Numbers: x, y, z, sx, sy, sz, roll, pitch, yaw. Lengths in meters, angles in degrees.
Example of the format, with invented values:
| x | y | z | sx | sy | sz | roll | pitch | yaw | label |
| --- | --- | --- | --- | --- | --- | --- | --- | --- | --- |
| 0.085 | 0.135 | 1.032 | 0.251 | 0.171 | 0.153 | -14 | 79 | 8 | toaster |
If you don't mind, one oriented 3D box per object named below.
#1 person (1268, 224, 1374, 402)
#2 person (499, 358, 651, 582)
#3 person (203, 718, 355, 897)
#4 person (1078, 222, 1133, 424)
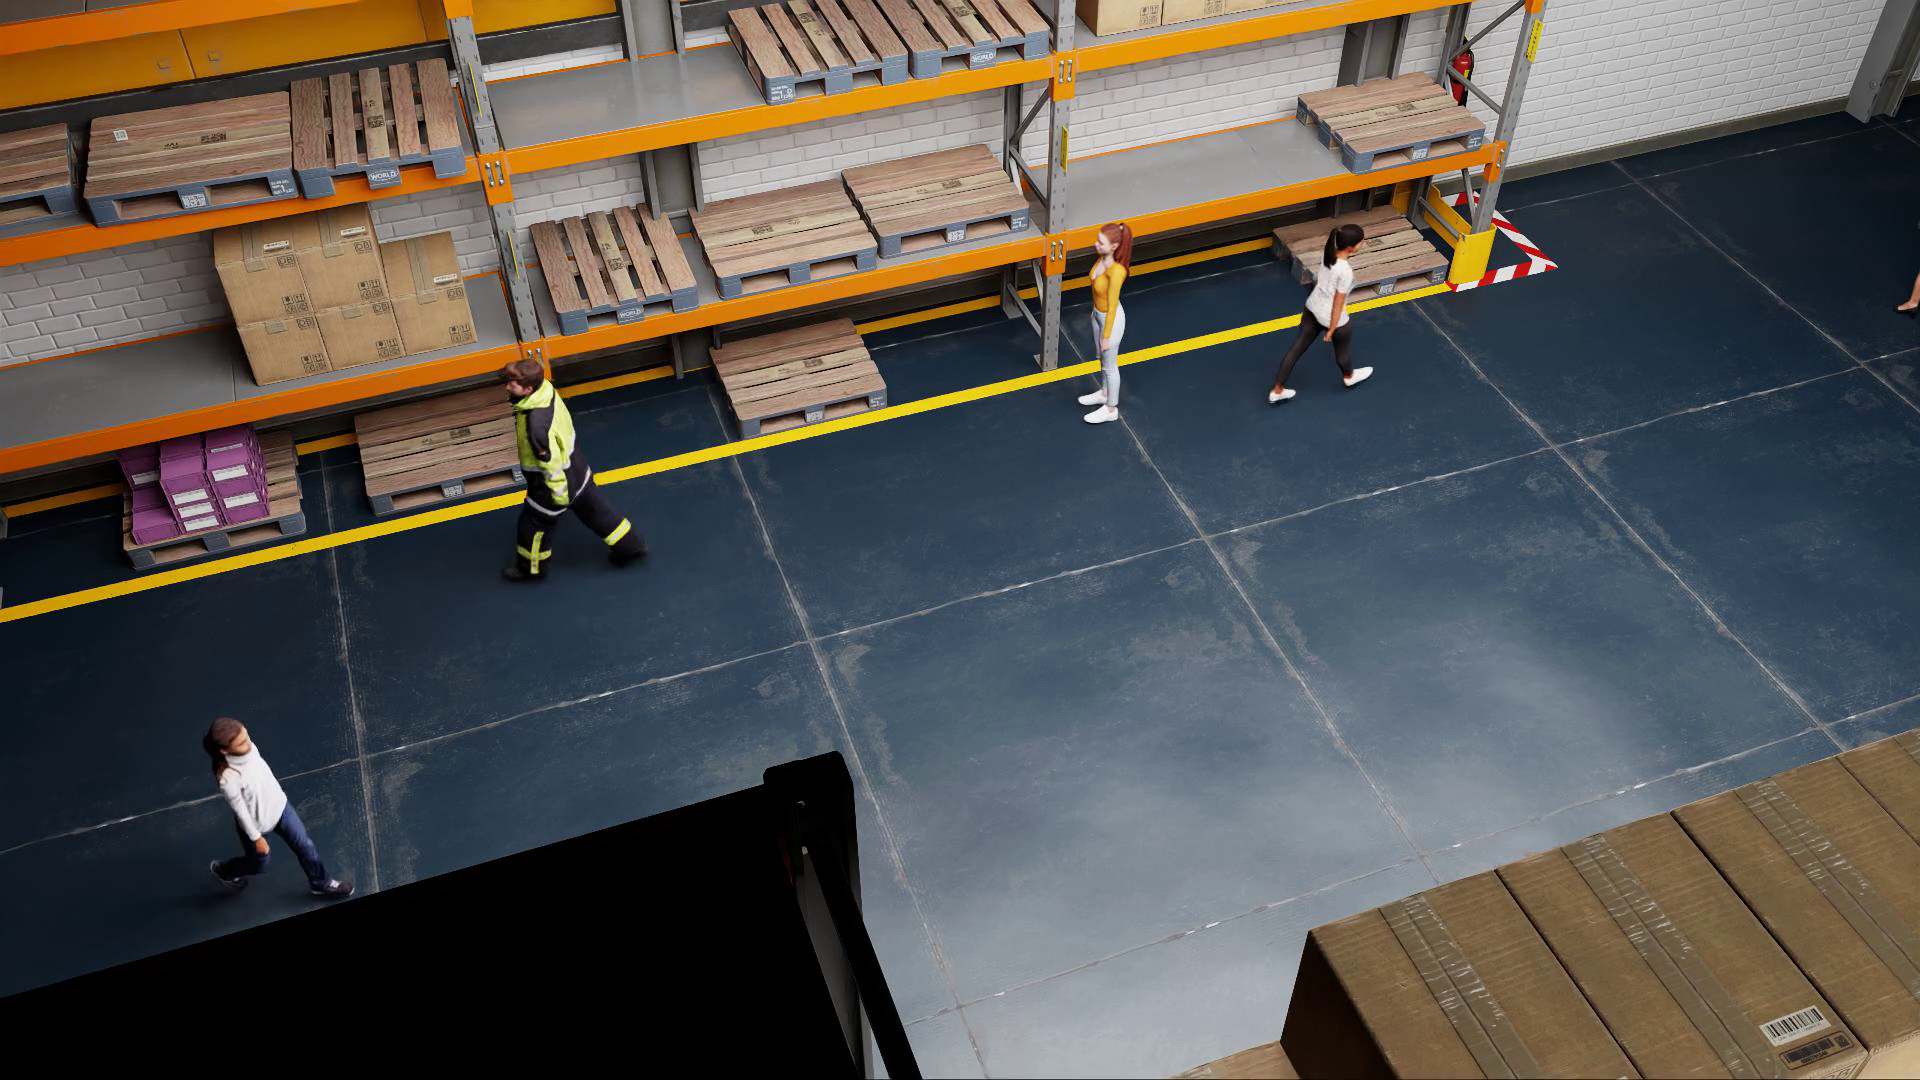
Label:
| x | y | z | sx | sy | sz | roll | pitch | yaw | label |
| --- | --- | --- | --- | --- | --- | --- | --- | --- | --- |
| 2.733 | -1.699 | 12.785 | 1.130 | 1.589 | 0.619 | -17 | 46 | -17 | person |
| -2.638 | -0.465 | 11.247 | 1.372 | 1.924 | 1.024 | -2 | 44 | -2 | person |
| -4.012 | 1.559 | 9.402 | 1.061 | 1.539 | 0.855 | 7 | 44 | 7 | person |
| 1.125 | -1.662 | 12.631 | 0.571 | 1.748 | 0.605 | -7 | 44 | -7 | person |
